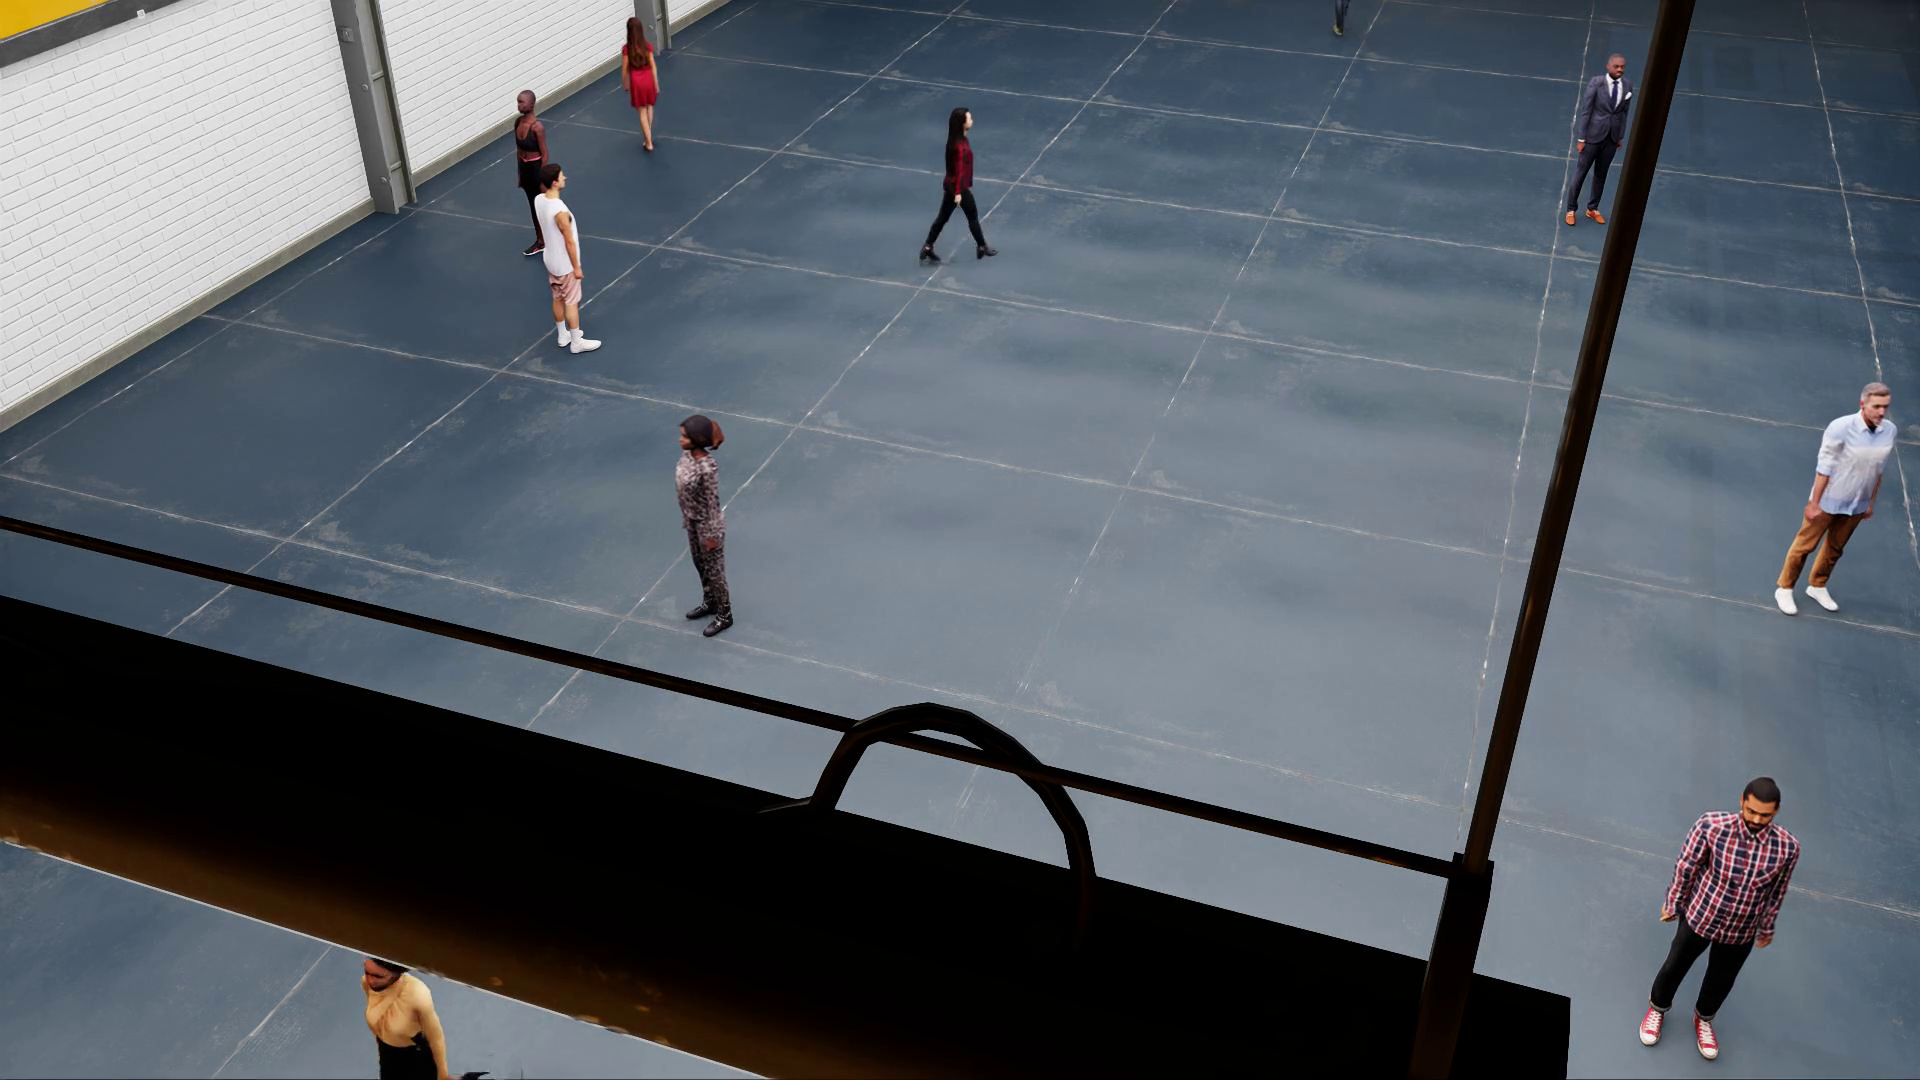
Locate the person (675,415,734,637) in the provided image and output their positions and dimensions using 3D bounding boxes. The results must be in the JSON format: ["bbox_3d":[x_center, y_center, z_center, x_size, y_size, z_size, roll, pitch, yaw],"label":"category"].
[{"bbox_3d":[-1.778,-0.113,11.607,0.728,1.713,0.679,-19,38,-26],"label":"person"}]

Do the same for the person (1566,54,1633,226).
[{"bbox_3d":[6.852,-4.308,17.818,0.784,1.824,0.778,-4,34,-6],"label":"person"}]

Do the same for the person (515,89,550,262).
[{"bbox_3d":[-4.334,-3.748,17.037,0.631,1.757,0.611,21,39,29],"label":"person"}]

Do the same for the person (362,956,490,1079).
[{"bbox_3d":[-2.532,2.417,7.865,0.630,1.643,0.828,15,36,21],"label":"person"}]

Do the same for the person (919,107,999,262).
[{"bbox_3d":[-0.116,-3.552,16.872,1.042,1.613,1.081,-8,35,-13],"label":"person"}]

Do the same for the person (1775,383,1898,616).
[{"bbox_3d":[6.245,-0.312,11.804,0.767,1.827,0.747,-5,34,-7],"label":"person"}]

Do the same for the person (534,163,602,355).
[{"bbox_3d":[-3.661,-2.578,15.251,0.735,1.786,0.731,-26,42,-34],"label":"person"}]

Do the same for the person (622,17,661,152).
[{"bbox_3d":[-3.757,-5.372,19.686,0.890,1.529,0.972,-12,36,-18],"label":"person"}]

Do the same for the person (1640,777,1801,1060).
[{"bbox_3d":[3.900,1.915,8.513,0.706,1.761,0.577,10,35,14],"label":"person"}]
